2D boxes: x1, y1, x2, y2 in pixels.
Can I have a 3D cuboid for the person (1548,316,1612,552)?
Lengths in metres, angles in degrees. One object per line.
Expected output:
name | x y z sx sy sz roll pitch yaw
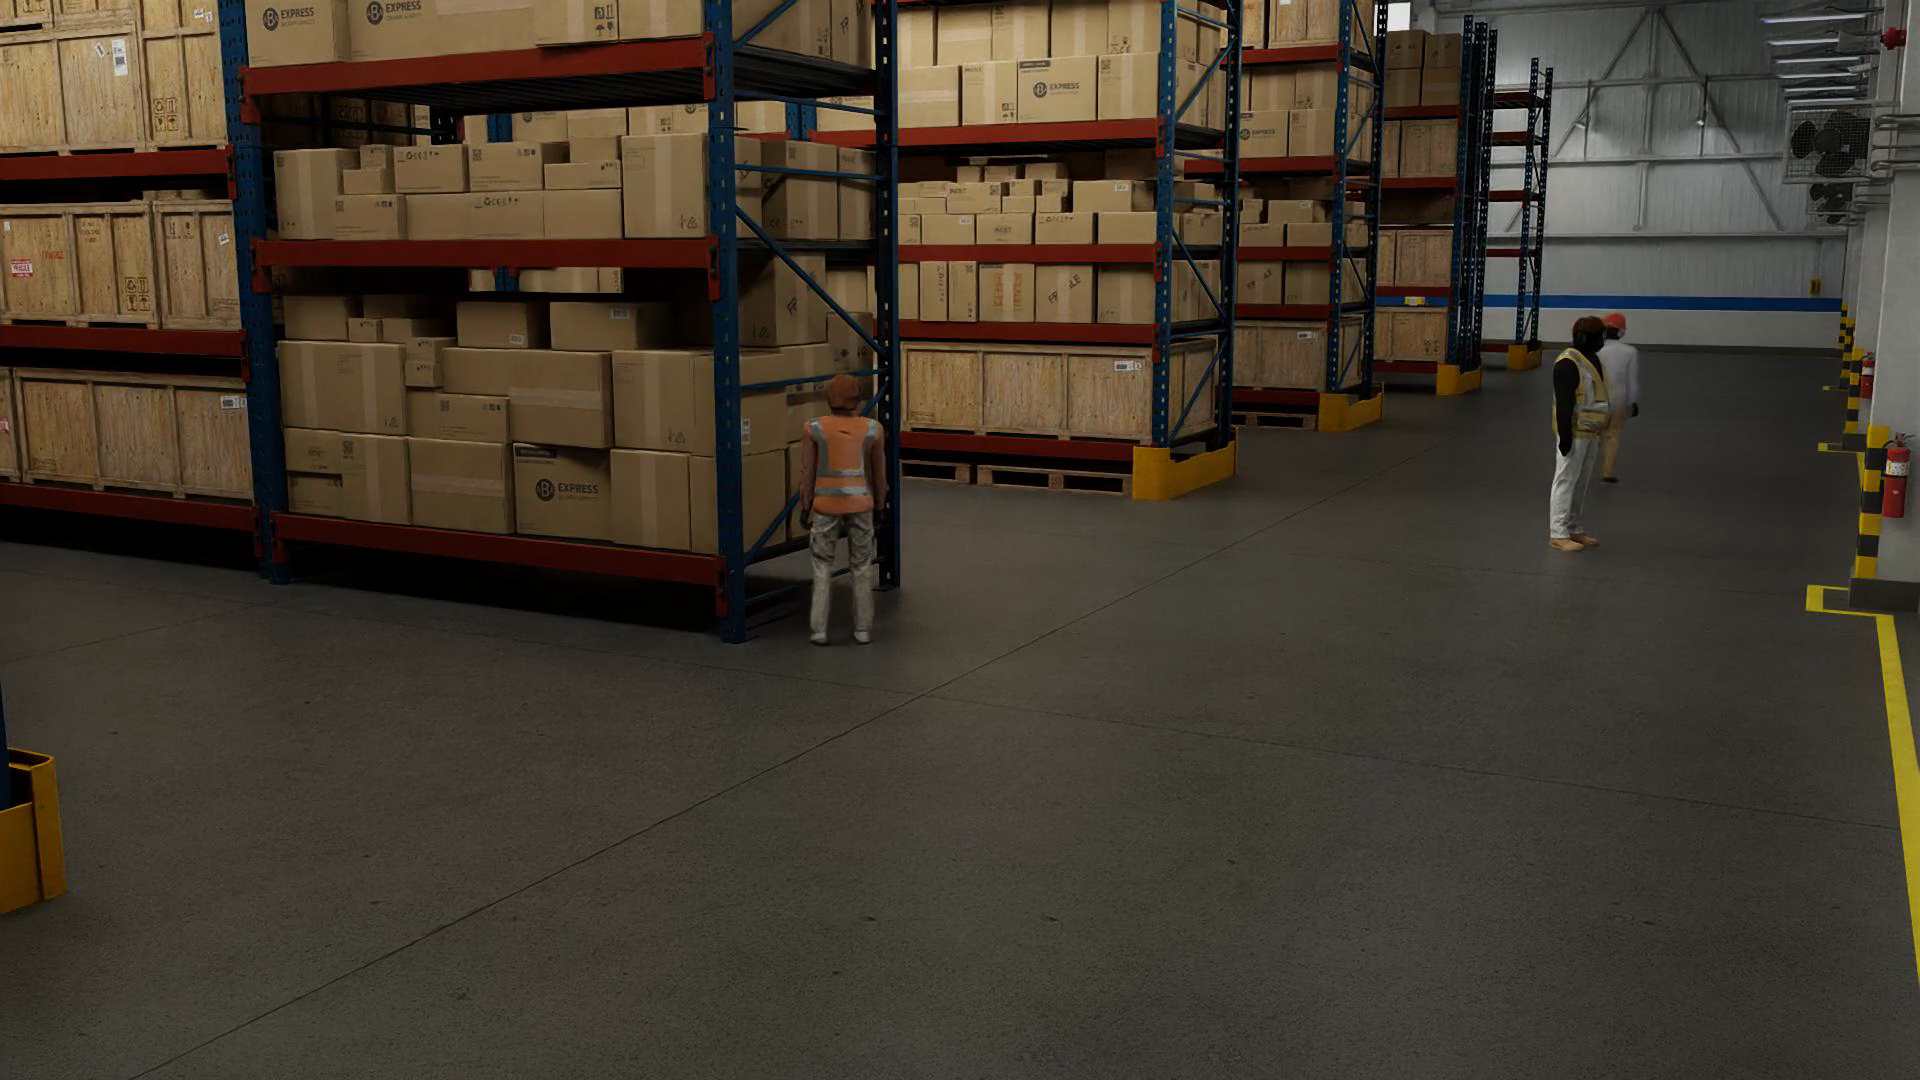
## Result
person | 4.885 -0.835 13.083 0.429 1.841 0.634 9 13 42

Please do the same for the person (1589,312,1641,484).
person | 6.581 -1.429 16.824 0.384 1.740 0.577 -9 13 -41

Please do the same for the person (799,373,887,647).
person | -0.690 -0.173 9.878 0.524 1.634 0.315 -2 10 -12

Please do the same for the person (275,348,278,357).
person | -8.004 -1.986 19.466 0.361 1.939 0.542 -3 10 -16
